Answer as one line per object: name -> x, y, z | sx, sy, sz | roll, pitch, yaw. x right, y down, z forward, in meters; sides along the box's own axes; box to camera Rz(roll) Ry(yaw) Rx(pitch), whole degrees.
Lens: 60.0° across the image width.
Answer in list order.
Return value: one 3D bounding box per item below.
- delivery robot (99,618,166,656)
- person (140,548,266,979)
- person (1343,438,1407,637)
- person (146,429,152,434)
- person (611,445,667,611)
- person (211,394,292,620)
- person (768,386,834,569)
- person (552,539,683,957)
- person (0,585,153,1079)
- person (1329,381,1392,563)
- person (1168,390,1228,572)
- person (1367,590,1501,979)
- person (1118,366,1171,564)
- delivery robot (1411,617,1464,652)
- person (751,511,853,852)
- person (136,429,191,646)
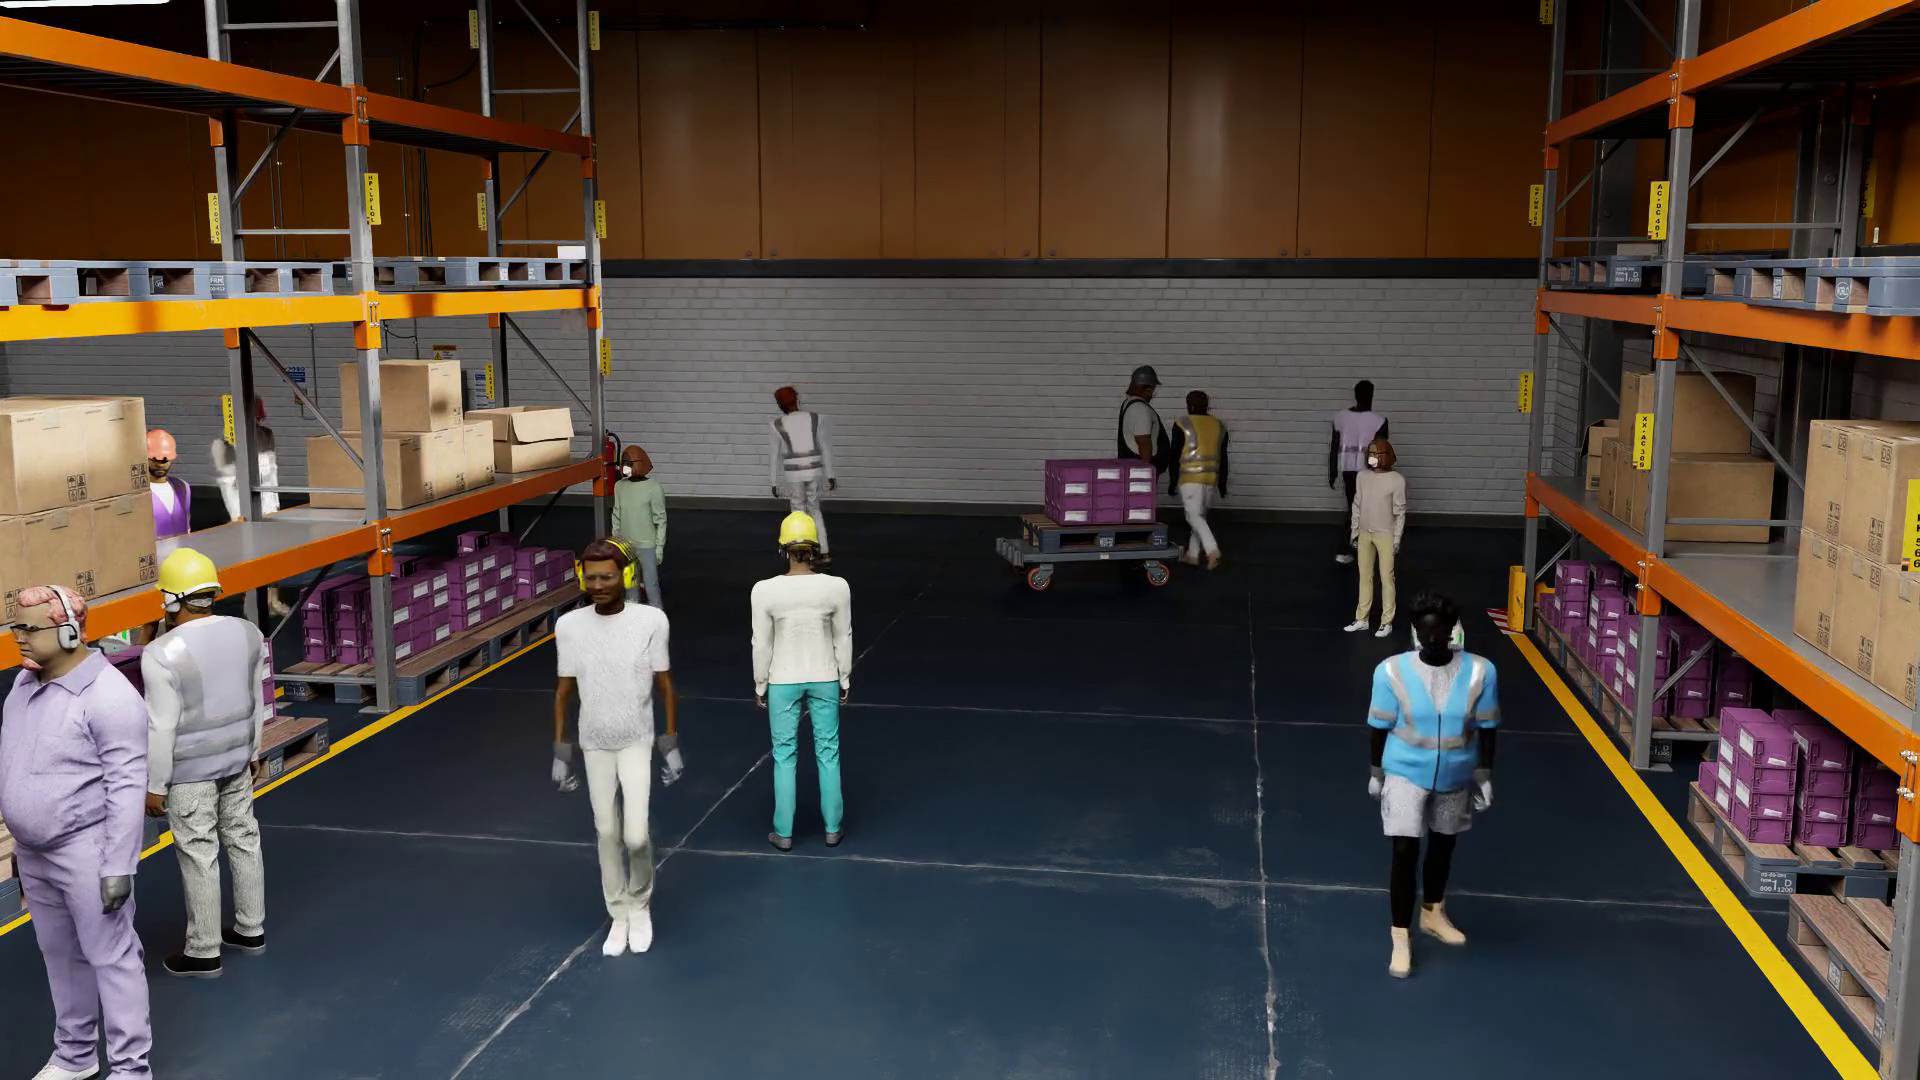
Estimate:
delivery robot -> -6.061, 0.661, 12.450 | 0.477, 0.478, 0.707 | 4, 10, 26
person -> -3.225, 0.942, 7.080 | 0.403, 1.833, 0.586 | 4, 10, 23
person -> 3.417, -0.025, 13.651 | 0.281, 1.634, 0.498 | -8, 12, -40
person -> -7.422, -0.203, 14.864 | 0.761, 1.605, 0.561 | -7, 12, -37
person -> -2.531, 0.068, 13.082 | 0.509, 1.632, 0.269 | 5, 11, 29
person -> -5.975, -0.270, 14.080 | 0.574, 1.989, 0.676 | 5, 11, 30
person -> -1.599, -0.625, 16.708 | 0.644, 1.849, 0.365 | -4, 10, -23
person -> -1.489, 0.906, 7.212 | 0.561, 1.855, 0.457 | 0, 9, 0
person -> -3.152, 1.099, 5.886 | 0.643, 1.909, 0.410 | 5, 10, 27
person -> 4.158, -0.717, 17.221 | 0.607, 1.857, 1.029 | 7, 12, 37
person -> 2.437, -0.592, 16.637 | 0.627, 1.813, 0.861 | -5, 10, -28
person -> 2.031, 1.013, 7.188 | 0.552, 1.659, 0.600 | 1, 9, 4
person -> 1.879, -0.760, 16.935 | 0.536, 2.000, 0.688 | -1, 9, -8
delivery robot -> 3.534, 0.683, 12.315 | 0.477, 0.478, 0.707 | 2, 9, 12
person -> -0.813, 0.729, 8.587 | 0.525, 1.772, 0.307 | -2, 9, -13
person -> -5.387, 0.212, 11.270 | 0.373, 1.932, 0.549 | 4, 10, 24
